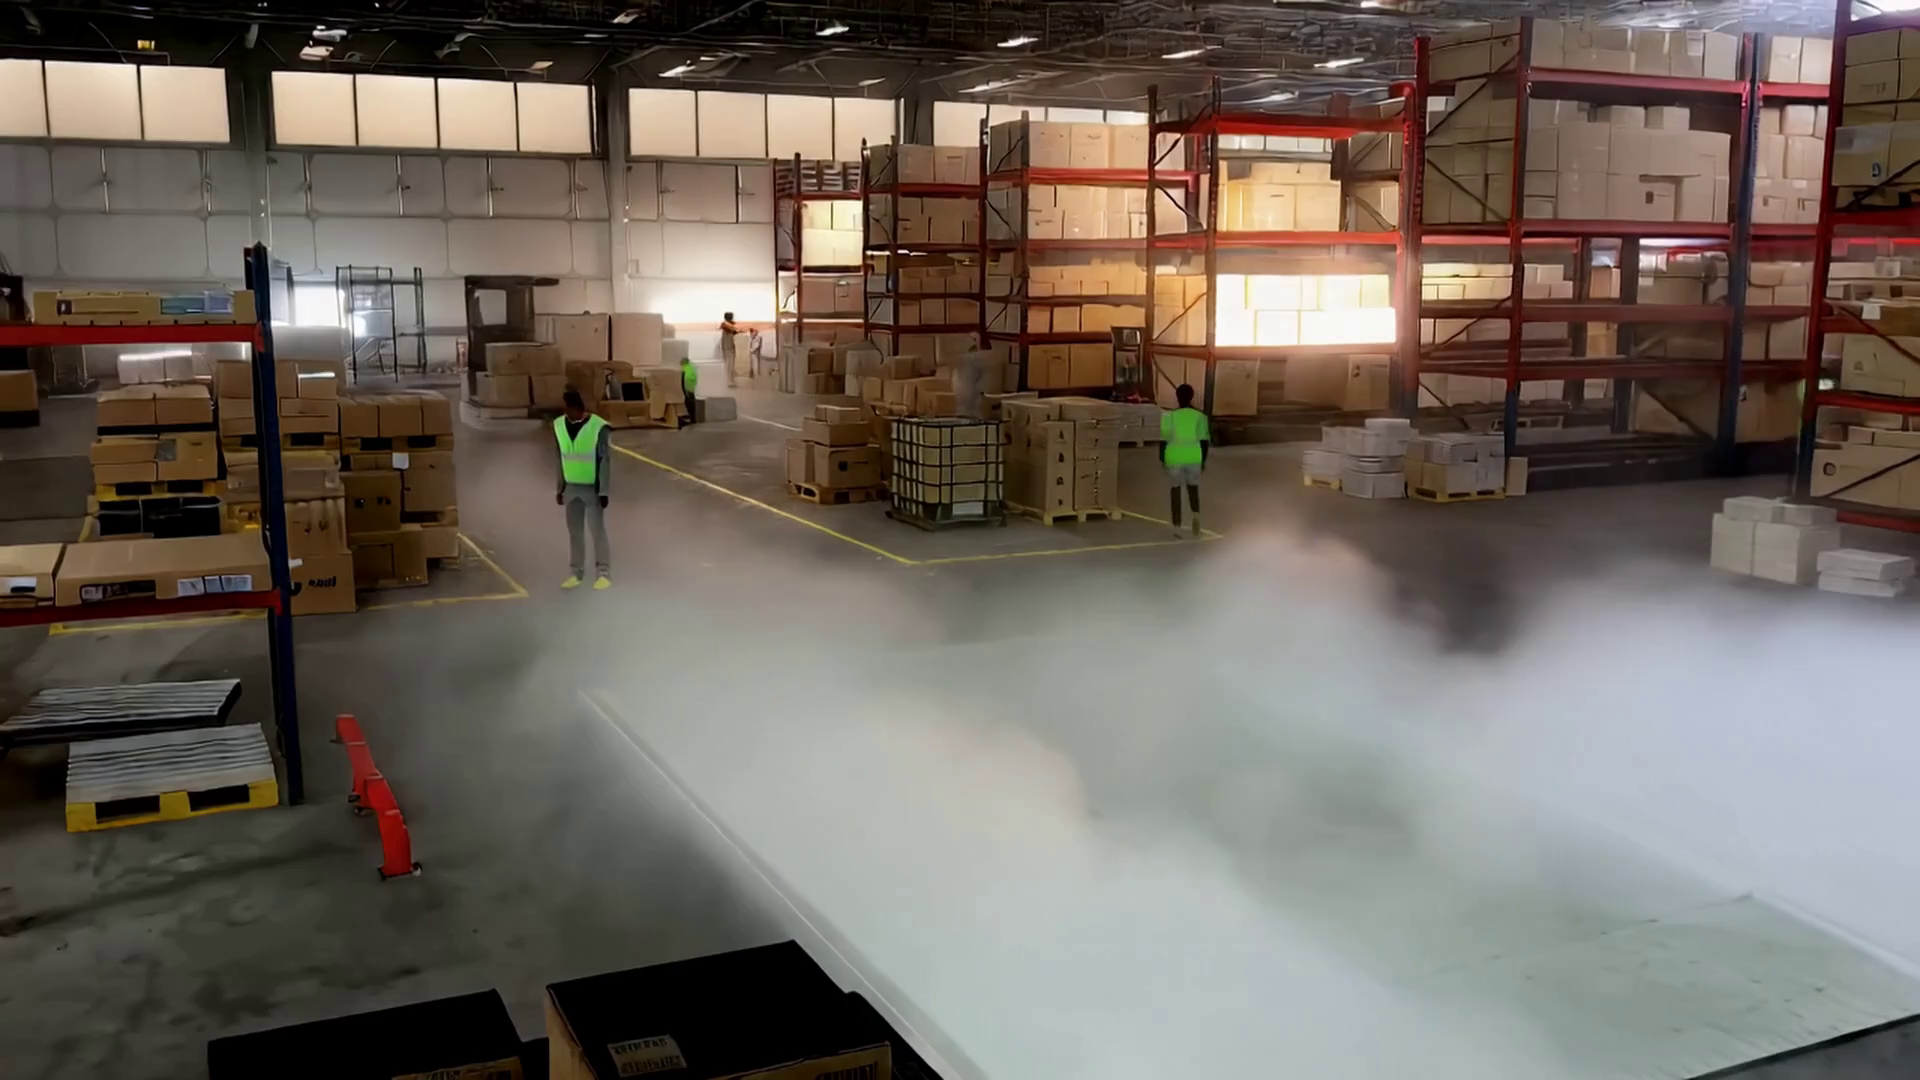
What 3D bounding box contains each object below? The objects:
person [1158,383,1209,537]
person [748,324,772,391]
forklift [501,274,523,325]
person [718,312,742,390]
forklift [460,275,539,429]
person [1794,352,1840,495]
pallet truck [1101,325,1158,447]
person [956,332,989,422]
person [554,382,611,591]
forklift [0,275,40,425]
[{"bbox_3d":[2.431,-0.867,18.166,0.539,1.687,0.369,0,9,-3],"label":"person"},{"bbox_3d":[-4.910,-4.458,40.616,0.520,1.623,0.539,-8,12,-40],"label":"person"},{"bbox_3d":[-11.343,-5.369,42.400,1.873,2.768,1.129,-4,10,-25],"label":"forklift"},{"bbox_3d":[-5.720,-4.618,40.797,0.503,1.932,0.656,5,10,27],"label":"person"},{"bbox_3d":[-8.697,-3.548,31.098,1.129,2.768,1.873,-4,10,-26],"label":"forklift"},{"bbox_3d":[10.682,-1.369,20.601,0.925,1.895,0.570,-5,10,-28],"label":"person"},{"bbox_3d":[2.881,-2.596,27.923,0.823,1.965,1.885,-1,9,-7],"label":"pallet truck"},{"bbox_3d":[0.181,-2.640,28.617,0.709,1.869,0.413,8,12,40],"label":"person"},{"bbox_3d":[-3.422,-0.488,15.139,0.588,1.908,0.392,4,10,25],"label":"person"},{"bbox_3d":[-18.082,-3.570,31.238,1.129,2.768,1.873,-6,11,-33],"label":"forklift"}]
